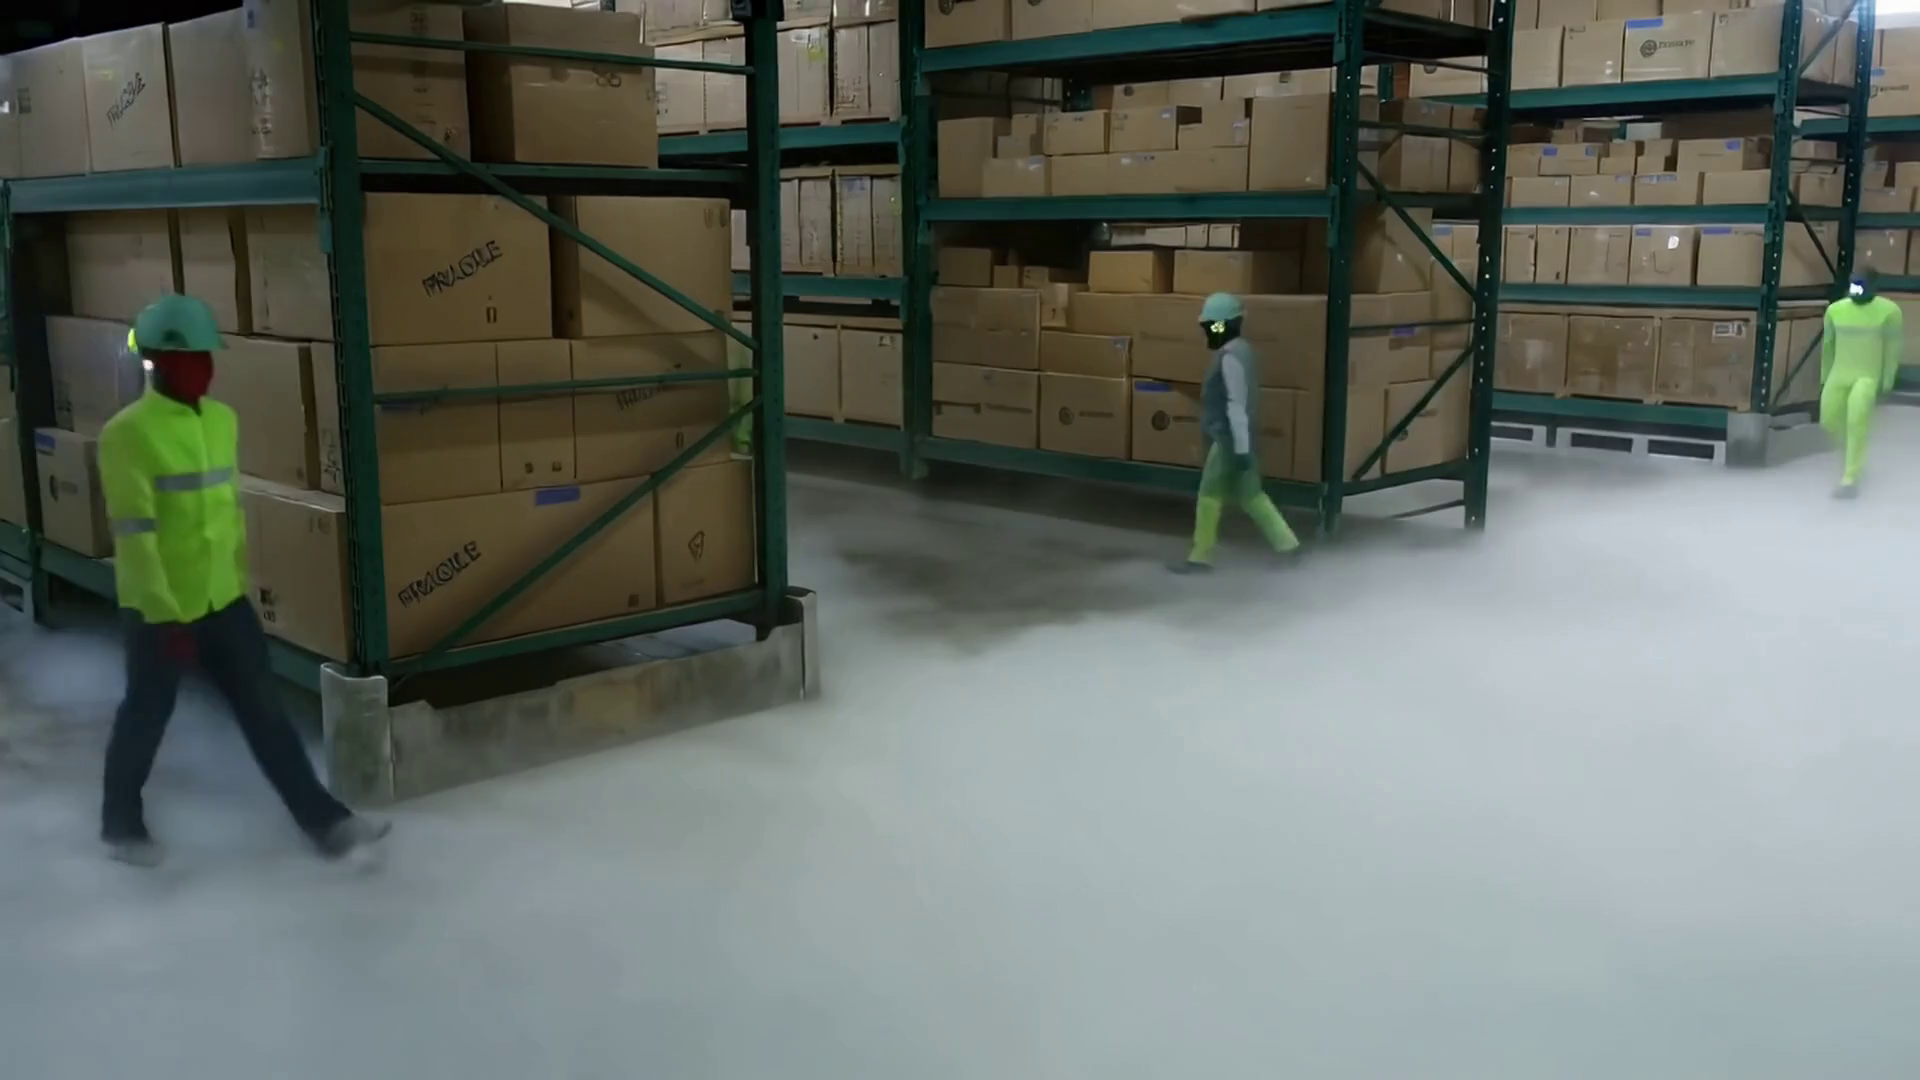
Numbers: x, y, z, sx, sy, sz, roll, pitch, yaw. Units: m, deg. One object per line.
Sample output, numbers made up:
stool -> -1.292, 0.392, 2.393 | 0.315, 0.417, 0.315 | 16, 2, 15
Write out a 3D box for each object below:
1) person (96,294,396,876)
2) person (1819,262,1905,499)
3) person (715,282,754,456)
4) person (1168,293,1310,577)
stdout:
person -> -2.453, 0.179, 5.425 | 1.020, 1.936, 0.631 | 3, 11, 18
person -> 7.326, -1.297, 13.554 | 0.561, 1.926, 0.632 | -8, 13, -37
person -> -1.451, -0.612, 9.787 | 0.612, 1.934, 0.492 | -8, 13, -38
person -> 1.781, -0.640, 10.351 | 0.841, 1.792, 0.606 | 3, 11, 17
